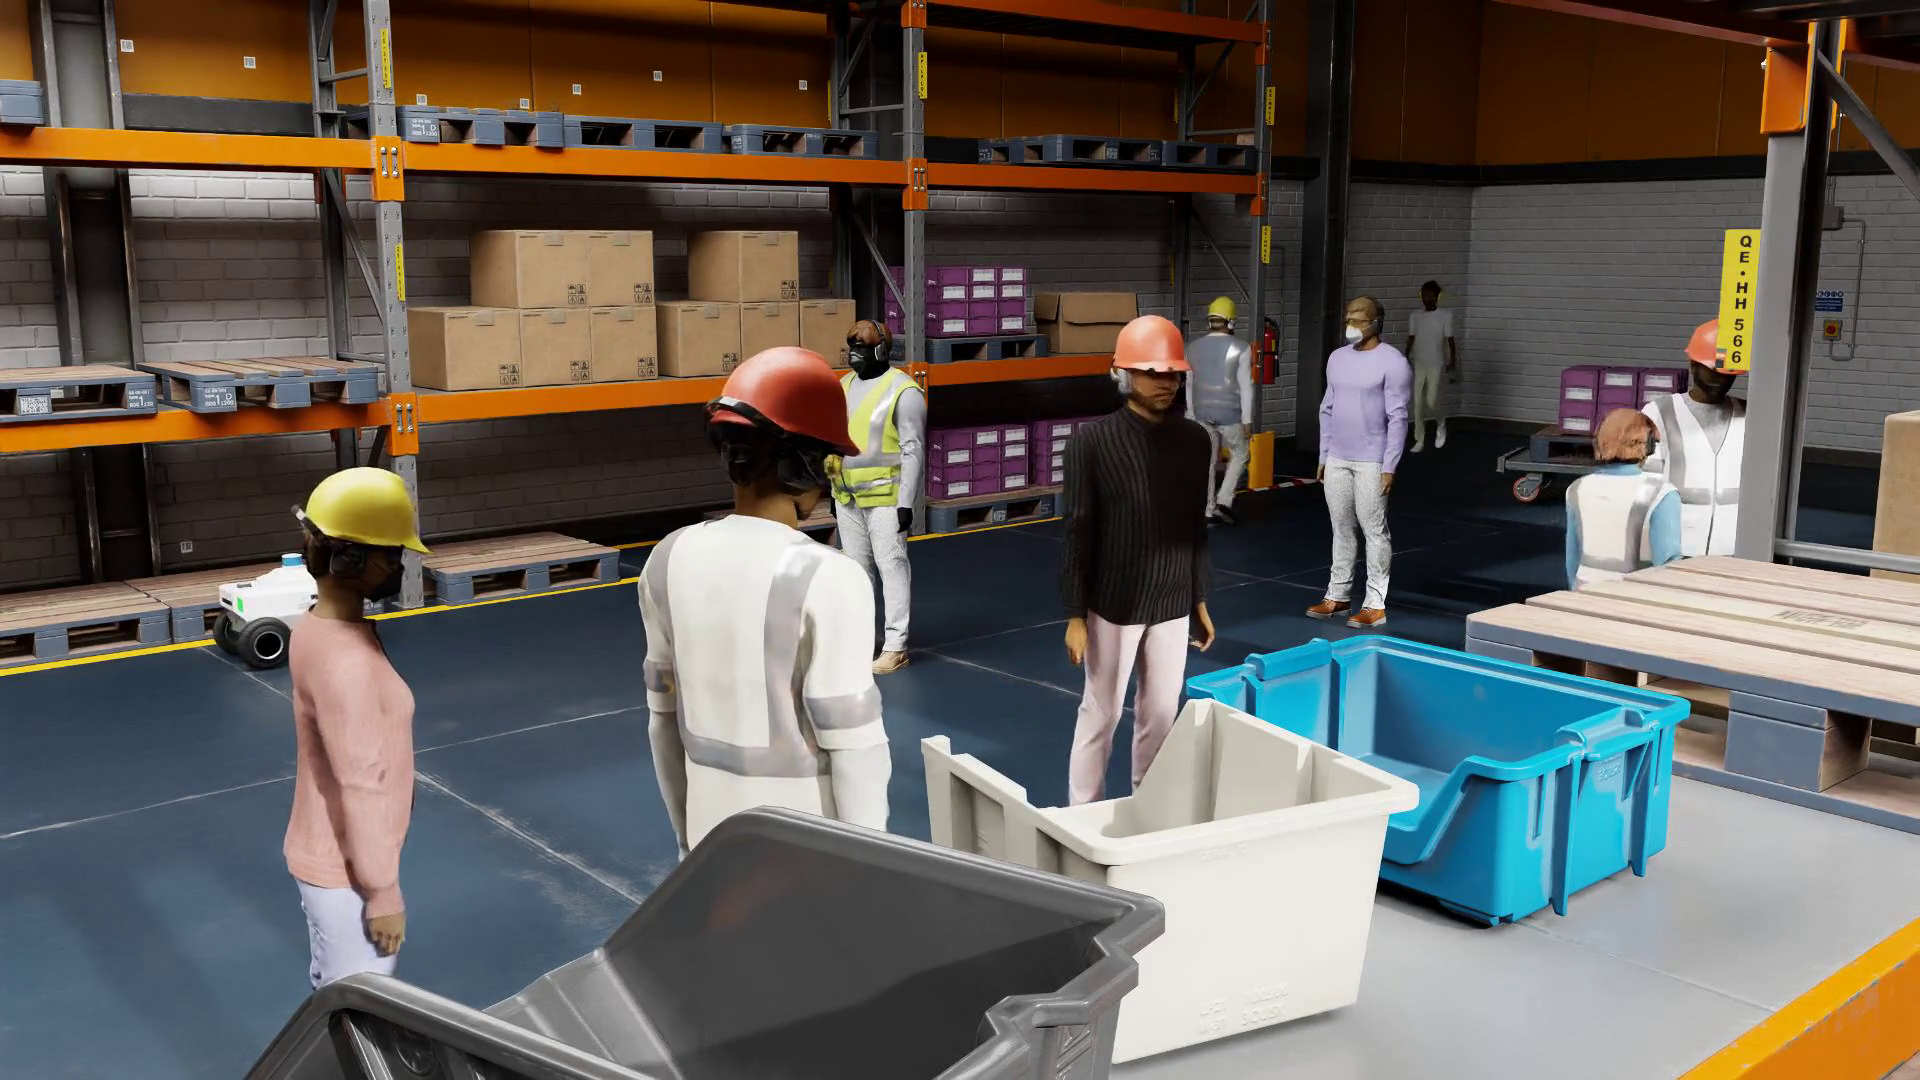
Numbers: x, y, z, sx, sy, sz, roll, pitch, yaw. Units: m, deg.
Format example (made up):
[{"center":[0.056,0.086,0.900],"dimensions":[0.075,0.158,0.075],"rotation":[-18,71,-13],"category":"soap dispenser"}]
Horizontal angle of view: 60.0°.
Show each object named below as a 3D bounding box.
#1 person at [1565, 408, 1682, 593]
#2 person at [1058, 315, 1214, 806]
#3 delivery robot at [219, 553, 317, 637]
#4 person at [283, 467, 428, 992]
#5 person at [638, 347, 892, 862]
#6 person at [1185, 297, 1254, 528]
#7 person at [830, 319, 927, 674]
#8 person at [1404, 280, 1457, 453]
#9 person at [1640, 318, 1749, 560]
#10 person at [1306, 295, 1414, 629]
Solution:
[{"center":[2.543,0.311,6.334],"dimensions":[0.485,1.612,0.560],"rotation":[-6,12,-30],"category":"person"},{"center":[0.627,0.222,5.774],"dimensions":[0.622,1.992,0.396],"rotation":[-6,12,-29],"category":"person"},{"center":[-3.606,0.317,9.014],"dimensions":[0.707,0.478,0.477],"rotation":[-8,13,-40],"category":"delivery robot"},{"center":[-1.307,0.717,3.669],"dimensions":[0.334,1.760,0.523],"rotation":[-5,11,-27],"category":"person"},{"center":[-0.357,0.632,3.374],"dimensions":[0.605,2.034,0.388],"rotation":[8,13,38],"category":"person"},{"center":[2.043,-0.989,13.045],"dimensions":[0.623,1.817,0.427],"rotation":[8,13,36],"category":"person"},{"center":[-0.468,-0.226,8.712],"dimensions":[0.621,1.845,0.429],"rotation":[9,14,42],"category":"person"},{"center":[5.020,-1.854,17.819],"dimensions":[0.550,1.848,0.449],"rotation":[9,13,40],"category":"person"},{"center":[3.124,0.028,7.055],"dimensions":[0.544,1.927,0.385],"rotation":[-1,10,-5],"category":"person"},{"center":[2.339,-0.459,9.744],"dimensions":[0.372,1.940,0.632],"rotation":[-7,12,-34],"category":"person"}]
